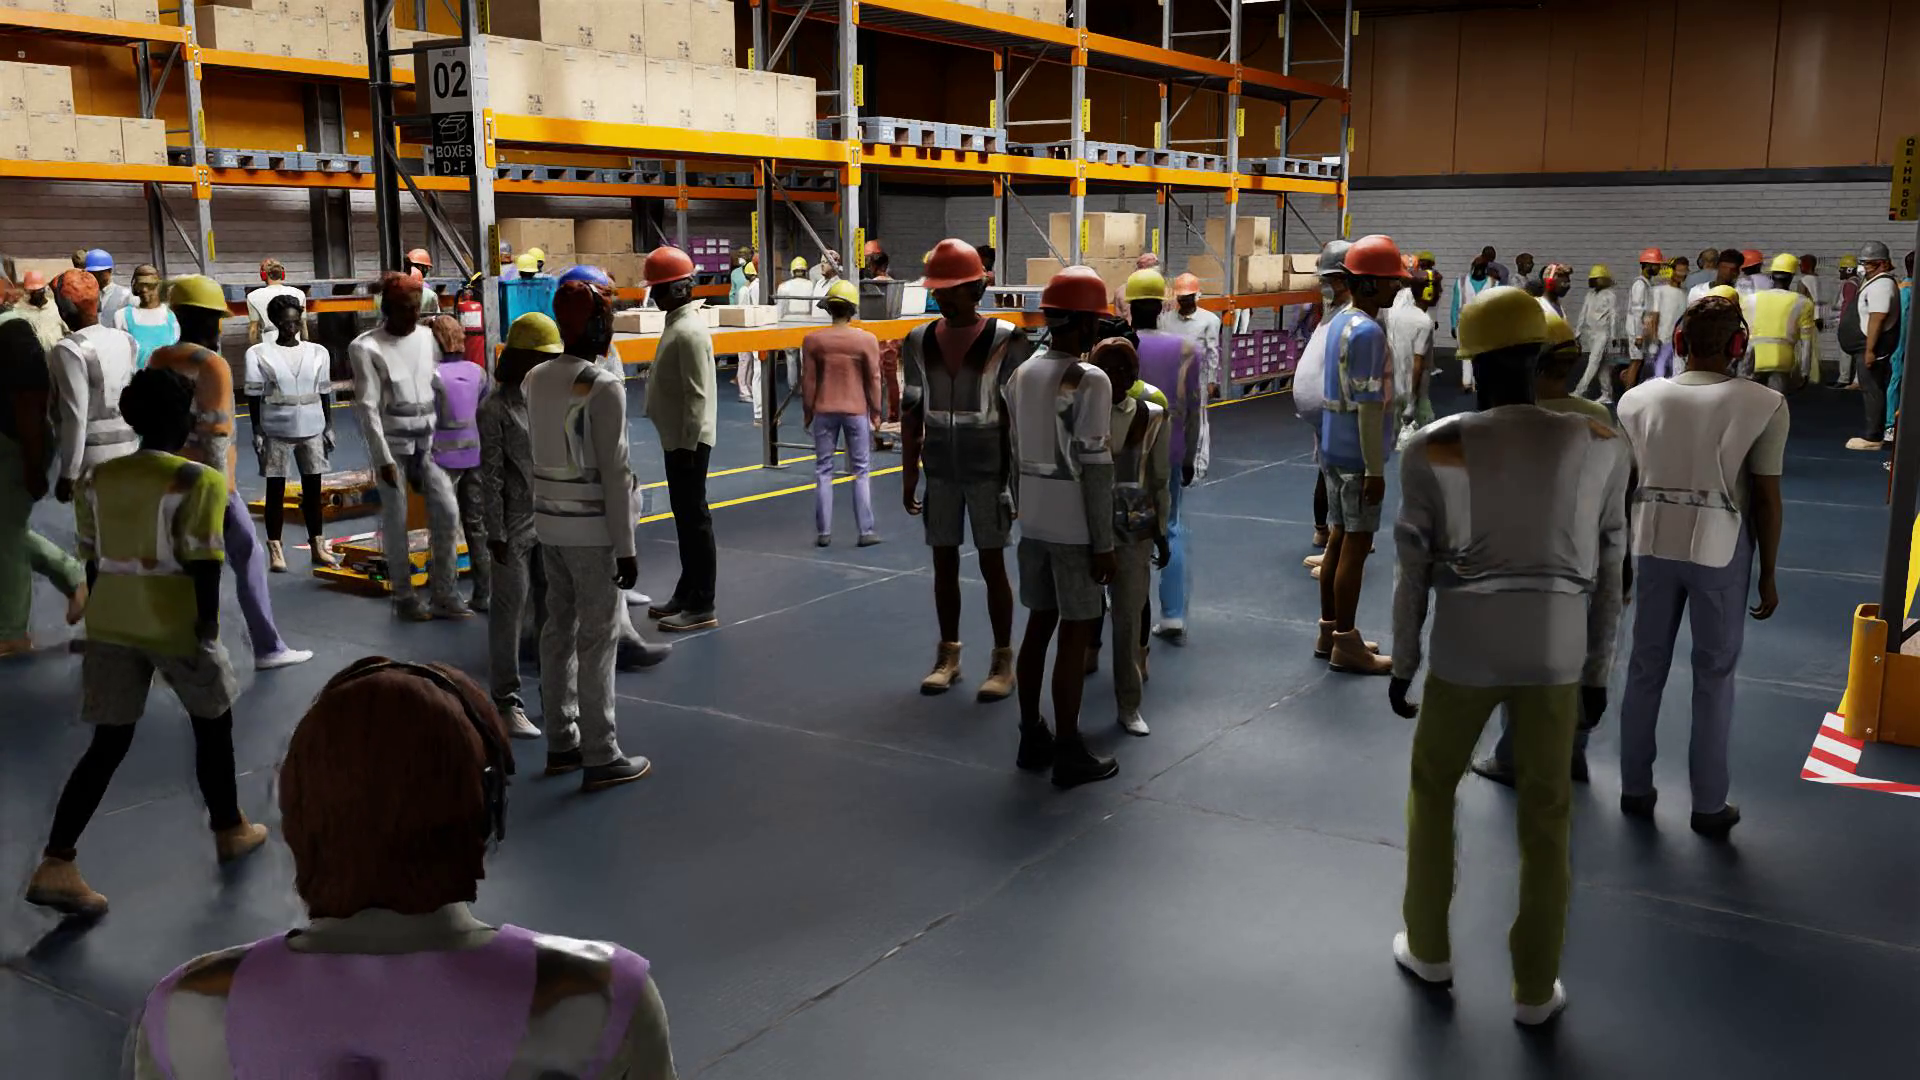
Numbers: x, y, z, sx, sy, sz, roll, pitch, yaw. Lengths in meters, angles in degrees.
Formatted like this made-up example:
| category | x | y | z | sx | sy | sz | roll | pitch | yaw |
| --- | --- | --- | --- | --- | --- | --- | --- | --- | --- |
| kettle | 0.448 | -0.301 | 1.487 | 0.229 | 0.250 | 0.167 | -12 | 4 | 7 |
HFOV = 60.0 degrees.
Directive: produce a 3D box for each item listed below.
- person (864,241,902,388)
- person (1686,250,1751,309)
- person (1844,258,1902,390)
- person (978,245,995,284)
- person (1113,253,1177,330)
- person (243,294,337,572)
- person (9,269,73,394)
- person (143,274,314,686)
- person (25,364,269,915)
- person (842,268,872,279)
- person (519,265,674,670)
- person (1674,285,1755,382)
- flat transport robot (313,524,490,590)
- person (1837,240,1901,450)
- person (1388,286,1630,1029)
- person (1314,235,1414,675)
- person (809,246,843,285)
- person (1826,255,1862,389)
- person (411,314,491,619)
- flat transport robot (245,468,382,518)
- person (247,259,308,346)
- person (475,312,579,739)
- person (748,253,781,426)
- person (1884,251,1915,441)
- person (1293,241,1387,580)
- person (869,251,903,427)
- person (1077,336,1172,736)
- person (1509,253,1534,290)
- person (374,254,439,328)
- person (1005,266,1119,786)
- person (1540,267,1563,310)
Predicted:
| category | x | y | z | sx | sy | sz | roll | pitch | yaw |
| --- | --- | --- | --- | --- | --- | --- | --- | --- | --- |
| person | -1.167 | -3.023 | 22.485 | 1.022 | 1.995 | 0.636 | -9 | 14 | -41 |
| person | 7.498 | -1.894 | 16.466 | 0.641 | 1.918 | 0.783 | 3 | 11 | 17 |
| person | 12.216 | -2.898 | 22.241 | 0.429 | 1.844 | 0.627 | -4 | 11 | -20 |
| person | 0.396 | -3.150 | 23.322 | 0.375 | 1.958 | 0.607 | 1 | 10 | 8 |
| person | 1.811 | -1.838 | 16.227 | 0.636 | 1.900 | 0.400 | 3 | 11 | 17 |
| person | -4.108 | -0.660 | 10.236 | 0.535 | 1.698 | 0.318 | -9 | 13 | -40 |
| person | -8.972 | -1.775 | 16.301 | 0.575 | 1.738 | 0.353 | -5 | 12 | -28 |
| person | -3.535 | -0.266 | 7.590 | 0.603 | 1.879 | 0.937 | 7 | 12 | 34 |
| person | -2.523 | 0.297 | 5.094 | 0.557 | 1.646 | 0.857 | 2 | 10 | 12 |
| person | -1.333 | -2.834 | 21.461 | 0.608 | 1.995 | 0.377 | -3 | 11 | -18 |
| person | -1.737 | -0.334 | 7.880 | 0.875 | 1.894 | 0.600 | -1 | 10 | -4 |
| person | 4.701 | -0.711 | 10.391 | 0.483 | 1.745 | 0.301 | 9 | 14 | 41 |
| flat transport robot | -3.136 | 0.066 | 10.170 | 0.652 | 0.197 | 1.431 | 7 | 12 | 33 |
| person | 8.831 | -1.904 | 16.183 | 0.536 | 2.000 | 0.702 | 6 | 12 | 30 |
| person | 1.415 | 0.303 | 4.351 | 0.590 | 1.903 | 0.499 | 1 | 10 | 6 |
| person | 1.899 | -0.398 | 7.826 | 0.376 | 2.041 | 0.615 | 0 | 10 | -1 |
| person | -2.051 | -3.593 | 25.838 | 0.628 | 1.935 | 0.373 | 2 | 10 | 8 |
| person | 12.078 | -2.965 | 22.662 | 0.403 | 1.824 | 0.594 | 7 | 12 | 35 |
| person | -2.726 | -0.391 | 8.934 | 0.316 | 1.631 | 0.517 | 6 | 12 | 31 |
| flat transport robot | -4.620 | -0.376 | 12.616 | 0.652 | 0.197 | 1.431 | 4 | 11 | 23 |
| person | -6.737 | -1.855 | 16.485 | 0.560 | 1.836 | 0.393 | -8 | 13 | -37 |
| person | -1.732 | -0.060 | 6.819 | 0.321 | 1.737 | 0.483 | 7 | 12 | 34 |
| person | -2.142 | -2.183 | 18.164 | 0.356 | 1.884 | 0.574 | -1 | 10 | -4 |
| person | 9.552 | -1.956 | 16.806 | 0.392 | 1.919 | 0.591 | 6 | 12 | 29 |
| person | 2.271 | -0.790 | 10.010 | 0.535 | 2.000 | 0.686 | 0 | 10 | -1 |
| person | -0.824 | -2.116 | 17.740 | 0.598 | 1.908 | 0.410 | -10 | 14 | -43 |
| person | 0.608 | -0.007 | 6.779 | 0.514 | 1.642 | 0.314 | -1 | 10 | -5 |
| person | 7.663 | -3.001 | 22.802 | 0.325 | 1.843 | 0.516 | 7 | 12 | 35 |
| person | -4.963 | -1.621 | 14.991 | 0.584 | 1.911 | 0.391 | 0 | 10 | 1 |
| person | 0.406 | -0.053 | 6.244 | 0.386 | 1.929 | 0.543 | -7 | 12 | -33 |
| person | 7.703 | -2.742 | 21.832 | 0.557 | 1.674 | 0.631 | -2 | 10 | -13 |
